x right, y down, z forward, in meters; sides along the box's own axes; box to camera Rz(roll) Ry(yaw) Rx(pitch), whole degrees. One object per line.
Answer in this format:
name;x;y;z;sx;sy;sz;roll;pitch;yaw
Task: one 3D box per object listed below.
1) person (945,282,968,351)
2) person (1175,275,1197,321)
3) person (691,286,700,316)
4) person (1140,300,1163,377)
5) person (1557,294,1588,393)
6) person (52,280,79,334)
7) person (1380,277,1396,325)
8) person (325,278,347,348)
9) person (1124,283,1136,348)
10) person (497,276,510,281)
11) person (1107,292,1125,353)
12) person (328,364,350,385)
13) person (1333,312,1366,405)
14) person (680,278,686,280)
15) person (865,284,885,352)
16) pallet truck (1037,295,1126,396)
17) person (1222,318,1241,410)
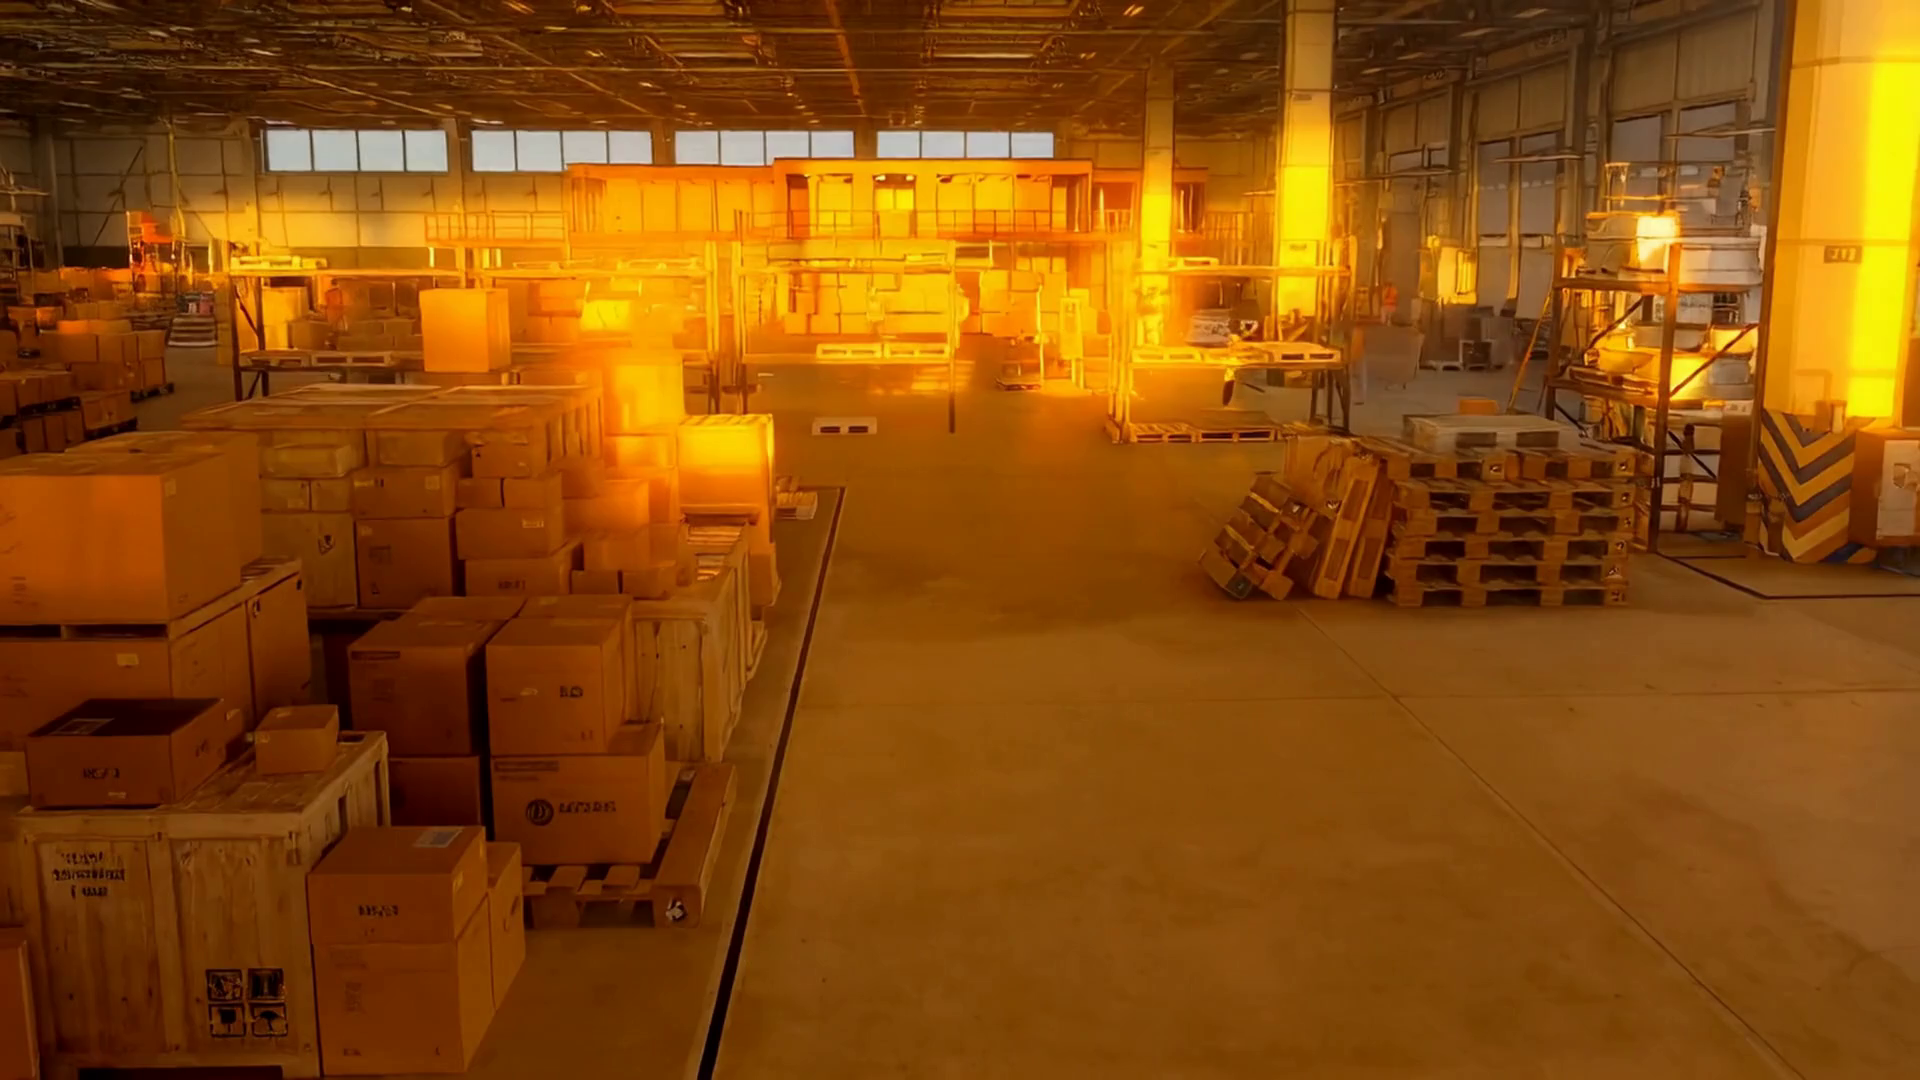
person;-0.086;-6.219;46.278;0.656;1.928;0.454;0;10;2
person;8.654;-9.240;63.103;0.615;1.942;1.043;-9;14;-41
person;-7.492;-6.192;46.483;0.470;1.804;0.651;2;10;13
person;4.297;-4.510;37.314;0.517;1.717;0.480;1;10;5
person;12.300;-3.946;33.434;0.612;1.995;0.382;1;10;6
person;-23.299;-5.759;43.402;0.539;2.000;0.689;-1;10;-4
person;14.017;-7.688;54.574;0.570;1.882;0.976;6;12;32
person;-17.724;-6.448;47.330;0.616;2.020;0.894;-8;13;-36
person;4.539;-6.011;45.102;0.577;1.931;0.632;-9;13;-41
person;-18.274;-9.884;66.871;0.603;1.859;0.782;2;10;10
person;3.467;-4.515;36.830;0.586;1.917;0.408;-8;13;-38
person;-6.178;-0.823;16.480;0.547;1.828;0.682;3;11;16
person;7.201;-3.353;30.824;0.824;1.729;0.552;-2;10;-9
person;-9.390;-7.978;56.454;0.644;1.795;0.918;8;13;37
person;-2.246;-5.821;44.121;0.588;1.913;0.537;3;11;18
pallet truck;2.483;-3.881;33.060;1.885;1.965;0.823;-7;13;-36
person;4.811;-3.077;29.408;0.318;1.698;0.539;4;11;21
